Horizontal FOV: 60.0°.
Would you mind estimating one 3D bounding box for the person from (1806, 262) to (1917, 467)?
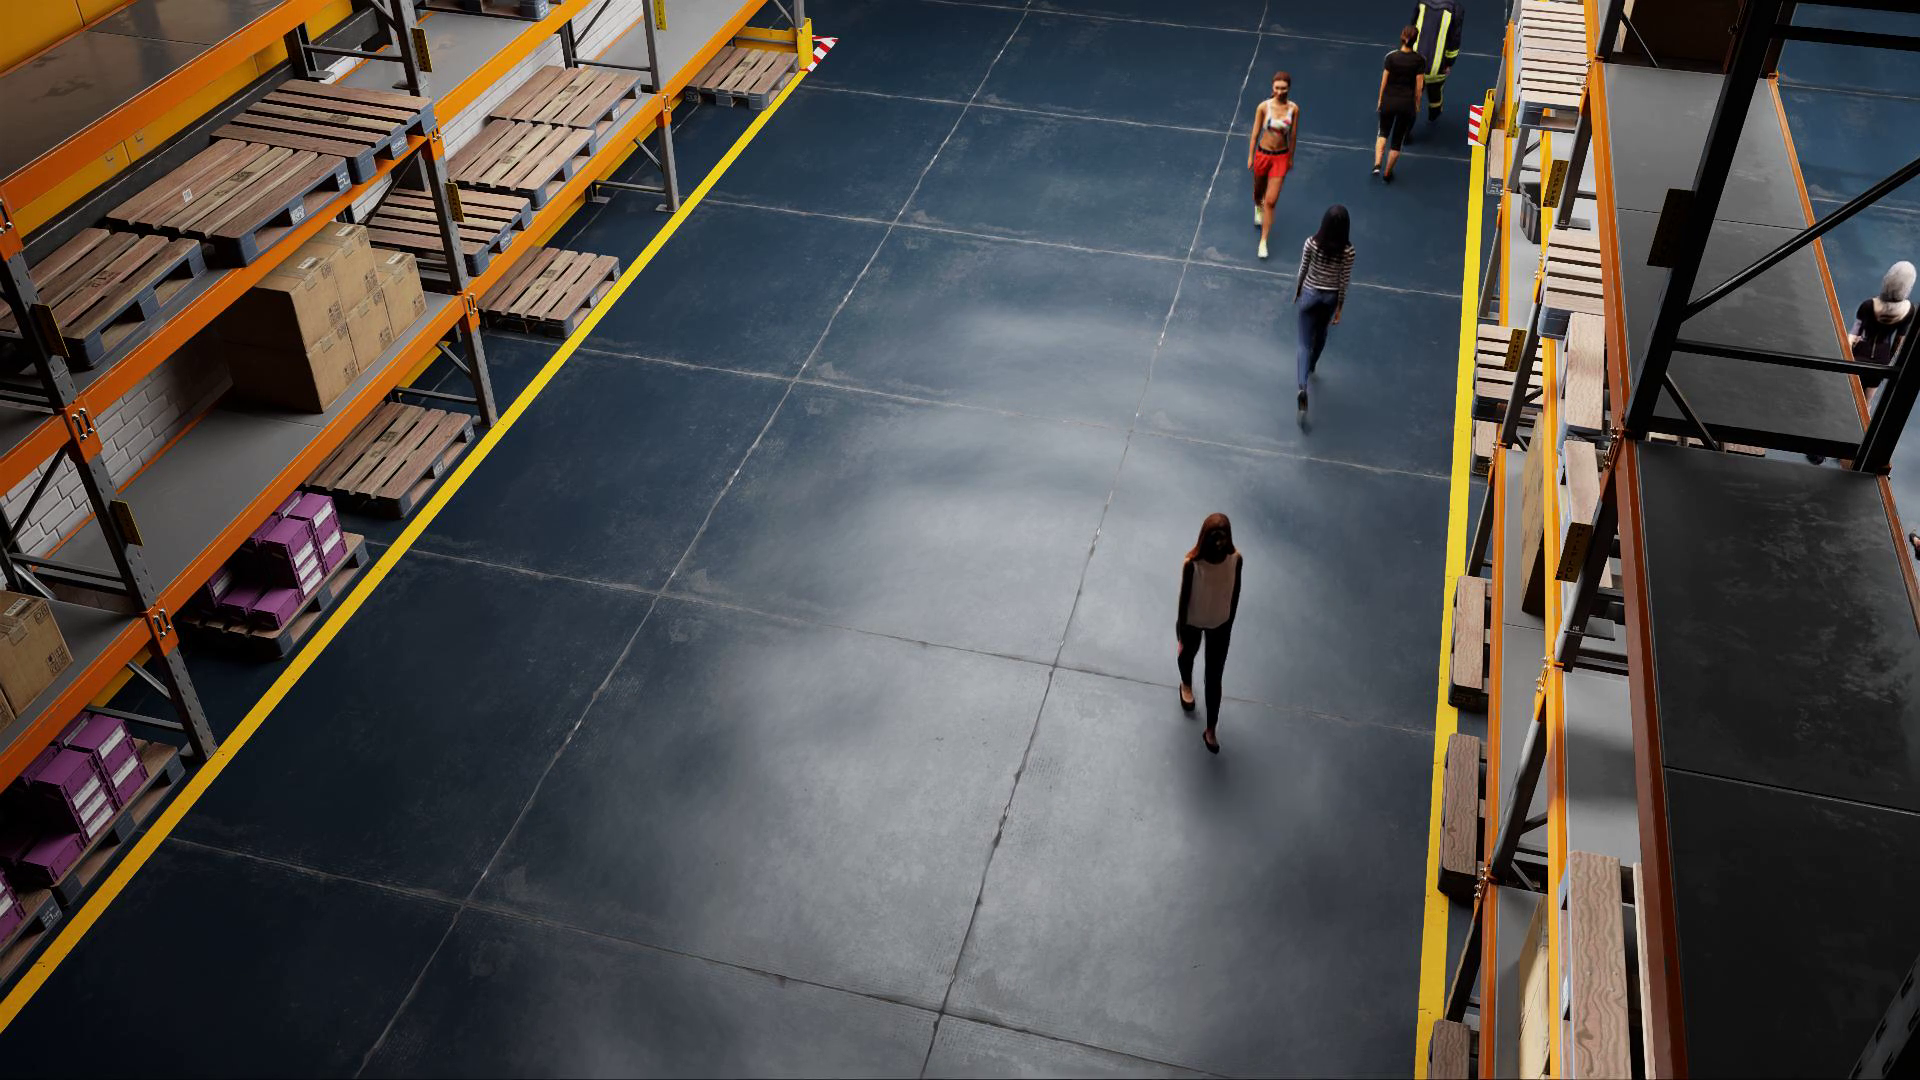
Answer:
[{"bbox_3d":[7.143,-1.376,13.116,0.613,1.831,0.581,3,39,4],"label":"person"}]

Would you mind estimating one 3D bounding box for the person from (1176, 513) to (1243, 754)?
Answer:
[{"bbox_3d":[1.572,0.482,10.900,0.766,1.694,1.053,-1,39,-1],"label":"person"}]

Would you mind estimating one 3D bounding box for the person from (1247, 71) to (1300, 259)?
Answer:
[{"bbox_3d":[3.003,-3.694,16.076,0.687,1.760,1.120,5,39,7],"label":"person"}]

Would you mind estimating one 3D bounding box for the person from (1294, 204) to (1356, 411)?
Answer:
[{"bbox_3d":[2.966,-1.893,13.835,0.636,1.742,1.181,7,39,8],"label":"person"}]

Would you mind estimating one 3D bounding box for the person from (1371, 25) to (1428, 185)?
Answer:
[{"bbox_3d":[4.498,-4.451,17.106,0.622,1.657,0.629,16,41,19],"label":"person"}]

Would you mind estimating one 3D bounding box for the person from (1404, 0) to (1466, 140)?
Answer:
[{"bbox_3d":[5.028,-5.194,17.910,0.948,1.816,1.220,18,42,21],"label":"person"}]
